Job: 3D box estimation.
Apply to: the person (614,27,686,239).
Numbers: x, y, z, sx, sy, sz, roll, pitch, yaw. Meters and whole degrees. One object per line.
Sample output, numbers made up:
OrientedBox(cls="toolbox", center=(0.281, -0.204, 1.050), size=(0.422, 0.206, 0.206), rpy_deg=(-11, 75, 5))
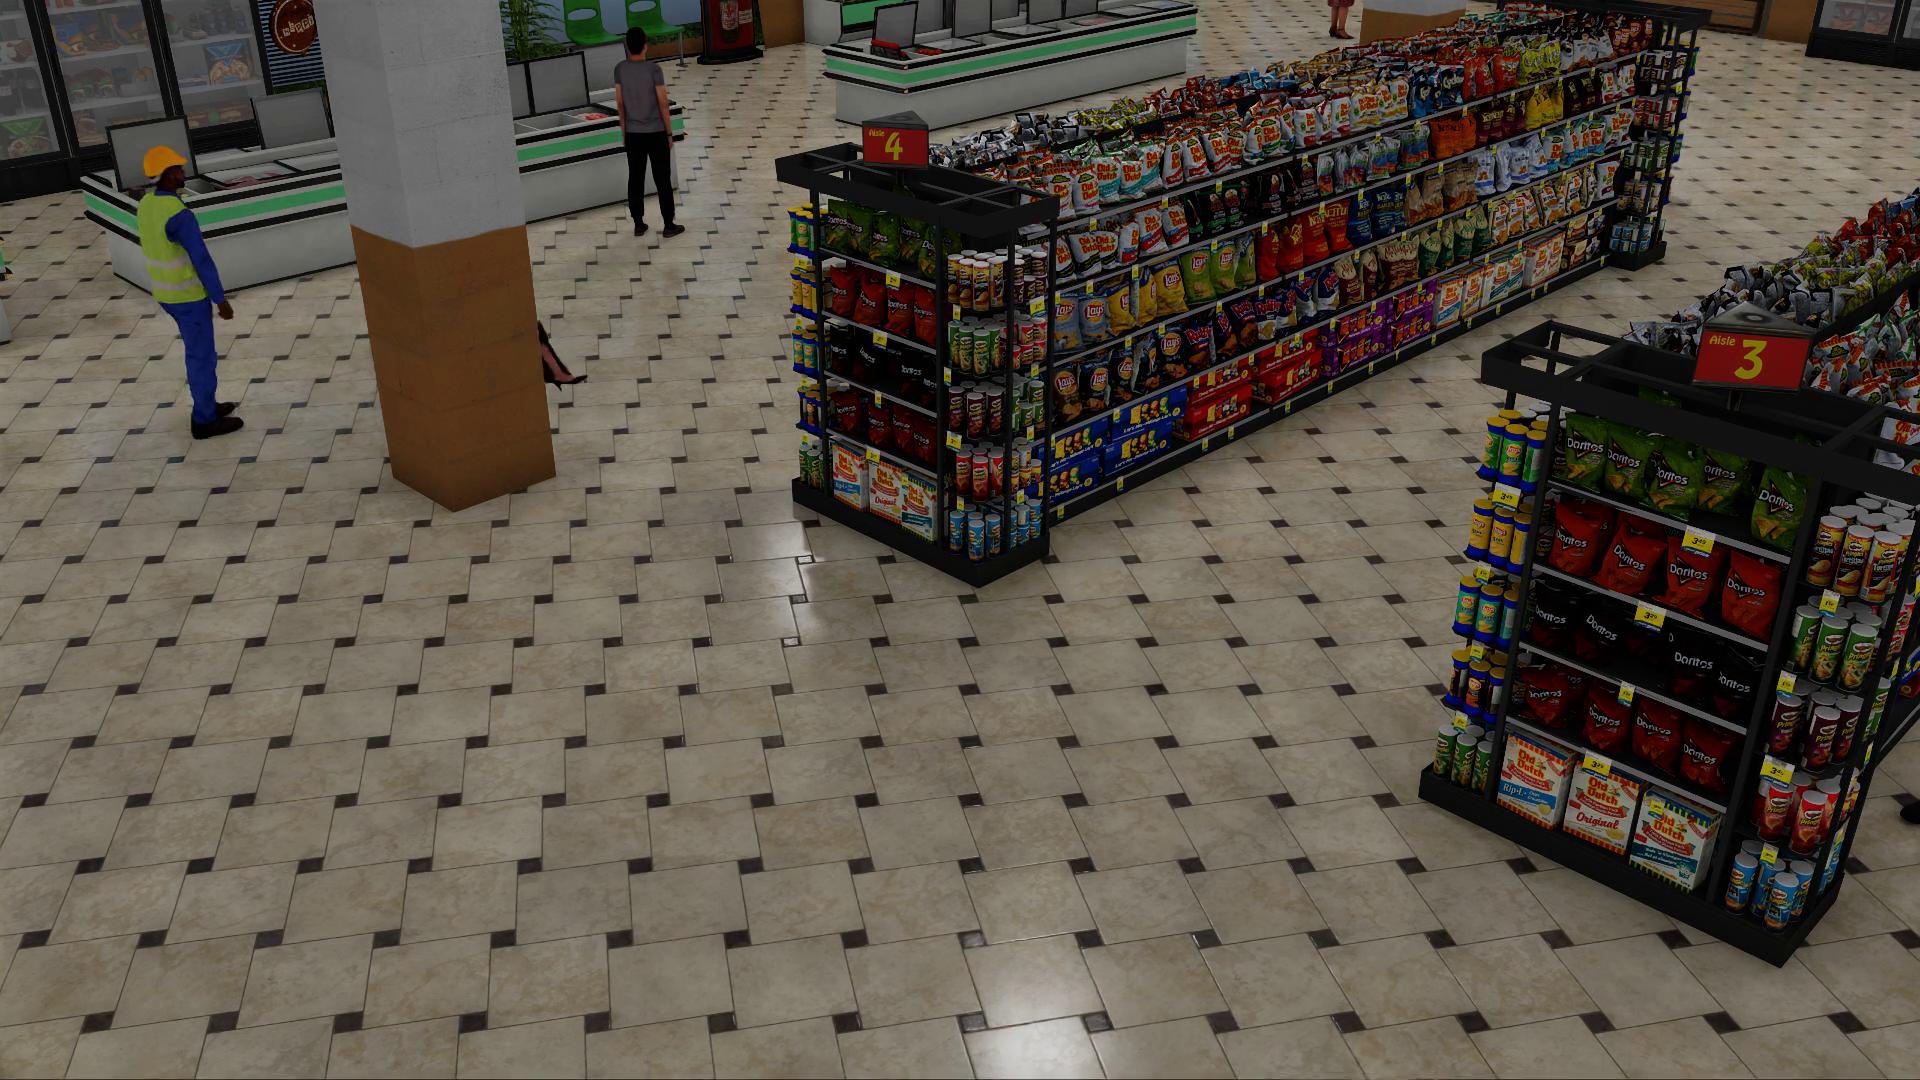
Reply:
OrientedBox(cls="person", center=(-2.669, -3.459, 14.126), size=(0.703, 1.755, 0.726), rpy_deg=(5, 27, 10))

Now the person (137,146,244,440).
OrientedBox(cls="person", center=(-4.802, -1.501, 10.203), size=(0.689, 1.810, 0.638), rpy_deg=(20, 33, 34))

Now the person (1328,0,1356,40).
OrientedBox(cls="person", center=(5.205, -7.662, 22.483), size=(0.704, 1.692, 0.680), rpy_deg=(-7, 28, -14))
